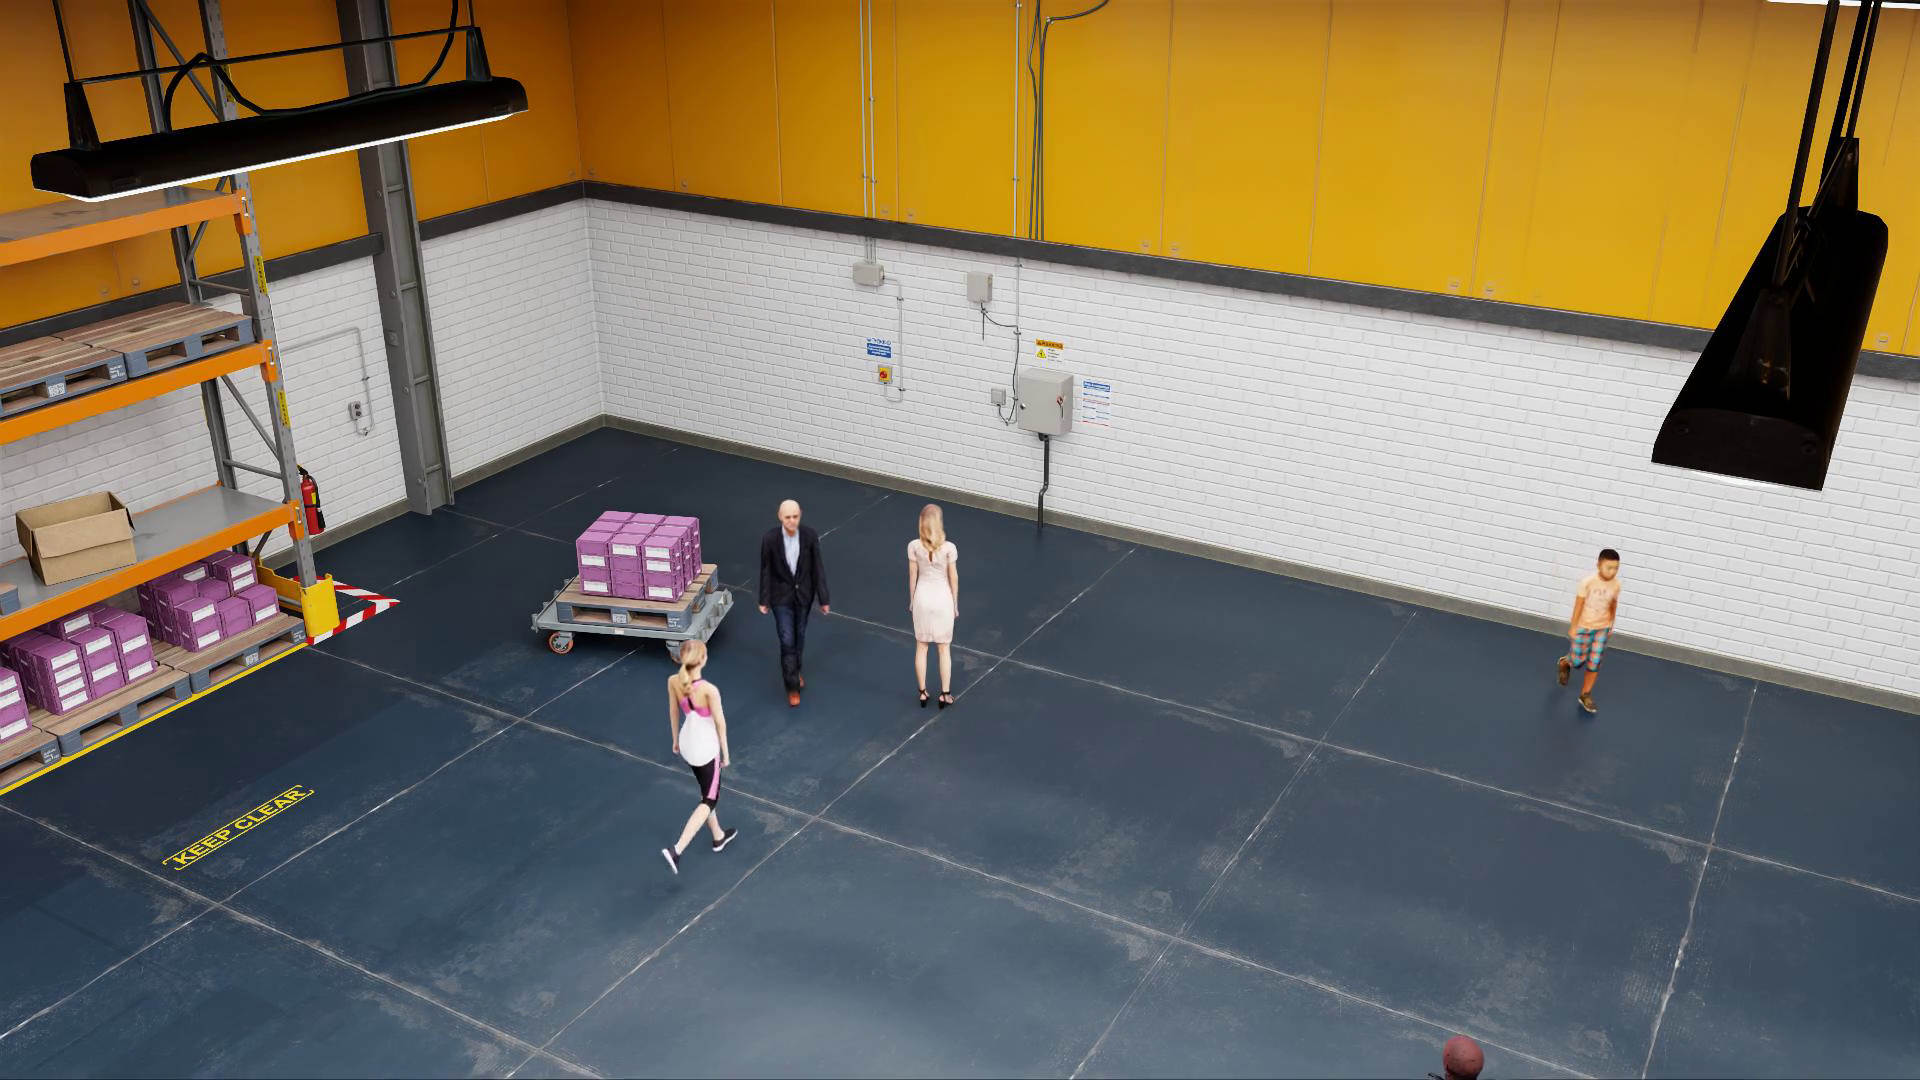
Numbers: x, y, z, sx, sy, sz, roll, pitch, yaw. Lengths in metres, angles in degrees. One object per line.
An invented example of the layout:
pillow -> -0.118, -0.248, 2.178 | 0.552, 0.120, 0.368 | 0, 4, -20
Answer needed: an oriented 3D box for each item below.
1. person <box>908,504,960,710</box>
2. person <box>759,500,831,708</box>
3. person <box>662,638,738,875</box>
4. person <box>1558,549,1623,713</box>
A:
person -> -0.230, 0.559, 13.917 | 0.635, 1.829, 0.612 | 4, 24, 10
person -> -1.449, 0.456, 14.222 | 1.091, 1.775, 1.137 | -7, 25, -16
person -> -1.880, 1.546, 11.737 | 0.609, 1.768, 1.021 | 12, 26, 26
person -> 5.305, 0.712, 14.046 | 0.754, 1.447, 0.875 | -1, 24, -2
